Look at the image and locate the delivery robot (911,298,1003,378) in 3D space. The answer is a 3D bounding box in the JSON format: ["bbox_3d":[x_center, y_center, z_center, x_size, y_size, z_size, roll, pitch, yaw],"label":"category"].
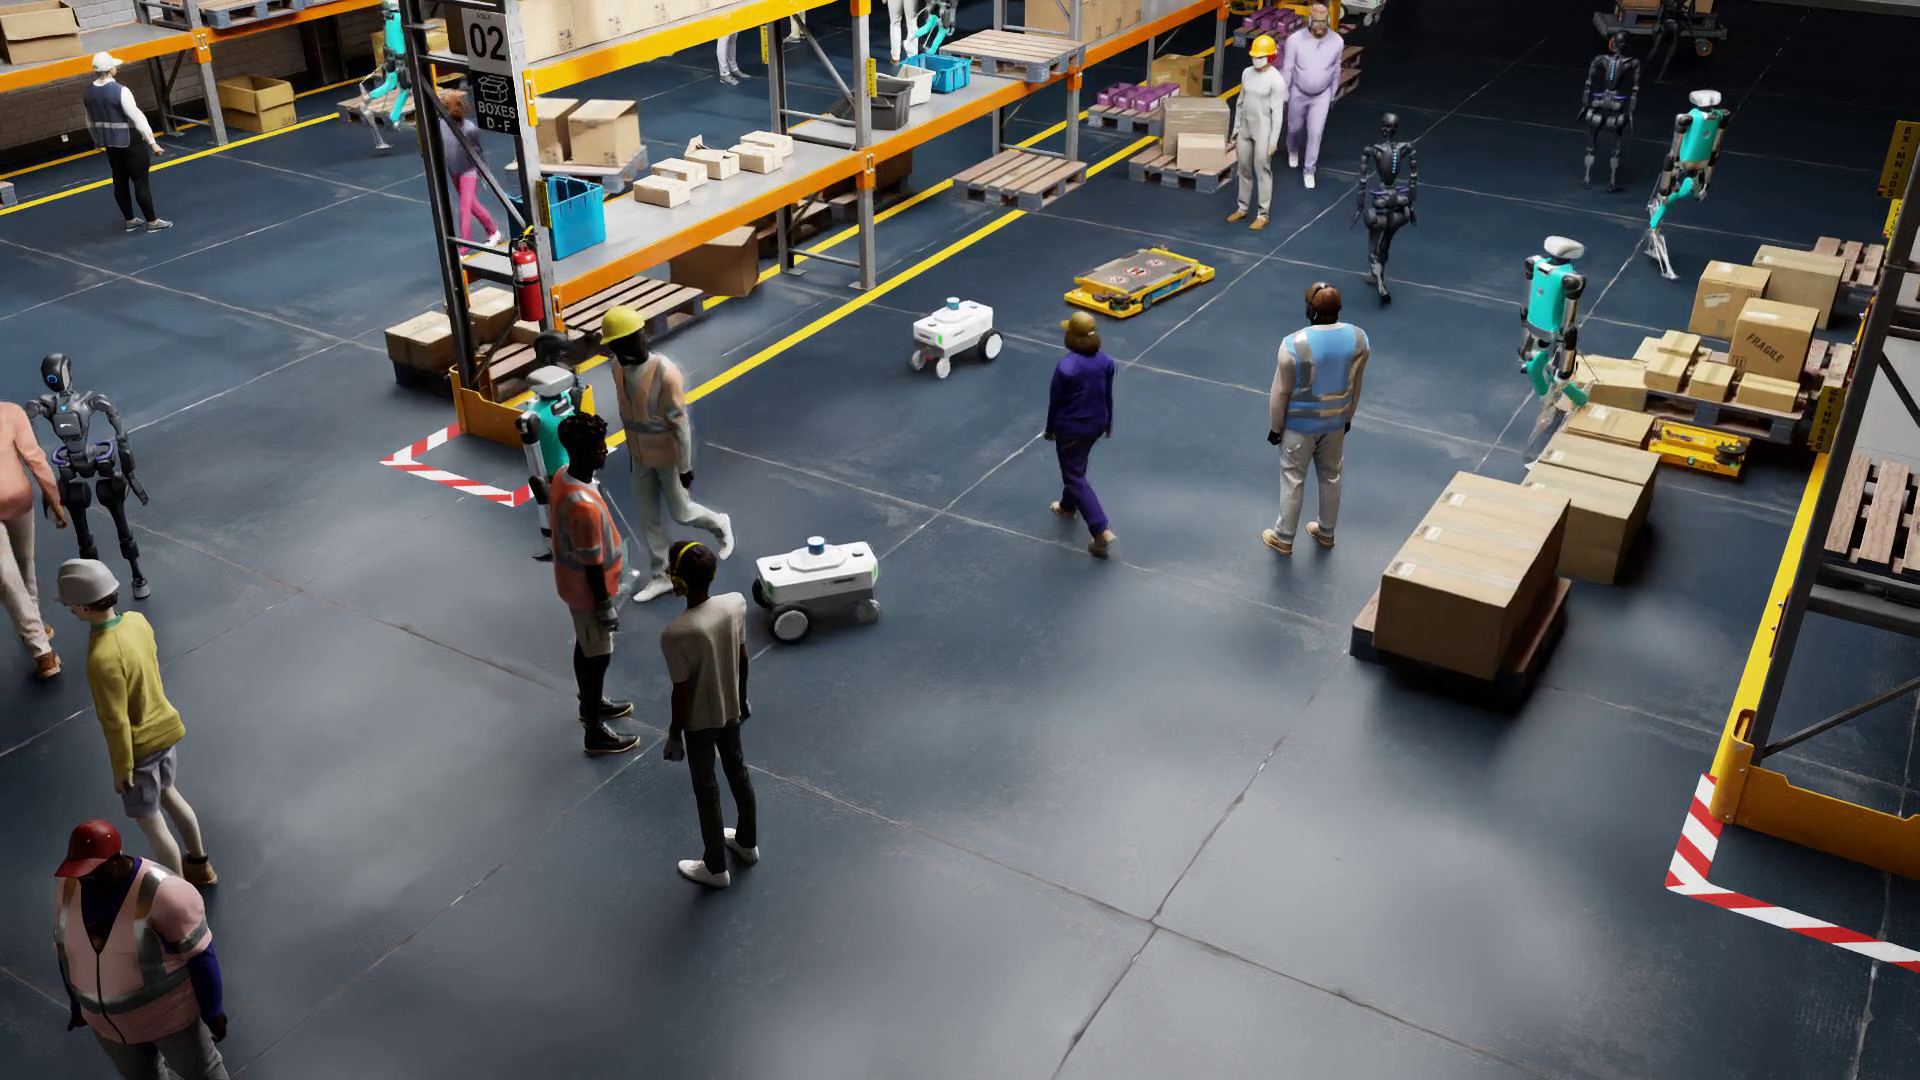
[{"bbox_3d":[-0.042,-1.698,13.659,0.499,0.599,0.787,23,37,35],"label":"delivery robot"}]

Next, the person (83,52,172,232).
[{"bbox_3d":[-8.198,-3.884,16.297,0.746,1.758,0.426,7,30,12],"label":"person"}]

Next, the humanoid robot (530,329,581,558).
[{"bbox_3d":[-2.512,-0.533,10.484,0.611,1.646,0.605,-3,30,-5],"label":"humanoid robot"}]

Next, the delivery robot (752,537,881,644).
[{"bbox_3d":[-0.886,0.268,10.184,0.798,0.601,0.499,-9,31,-16],"label":"delivery robot"}]

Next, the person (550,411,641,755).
[{"bbox_3d":[-1.955,0.226,8.836,0.376,1.958,0.596,-9,31,-16],"label":"person"}]

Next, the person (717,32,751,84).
[{"bbox_3d":[-2.993,-6.906,21.458,0.432,1.945,0.488,11,31,19],"label":"person"}]

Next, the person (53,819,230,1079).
[{"bbox_3d":[-3.085,1.772,6.299,0.607,1.754,0.419,2,30,3],"label":"person"}]

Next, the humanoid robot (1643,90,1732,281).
[{"bbox_3d":[6.568,-3.295,15.298,0.545,1.770,0.911,-8,30,-14],"label":"humanoid robot"}]

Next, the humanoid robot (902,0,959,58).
[{"bbox_3d":[-0.409,-6.592,21.148,1.057,1.727,0.538,-26,38,-37],"label":"humanoid robot"}]

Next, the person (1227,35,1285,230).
[{"bbox_3d":[2.925,-4.028,16.427,0.373,1.888,0.567,-22,36,-34],"label":"person"}]

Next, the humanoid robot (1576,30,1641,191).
[{"bbox_3d":[6.831,-4.516,17.511,0.645,1.640,0.384,17,33,27],"label":"humanoid robot"}]

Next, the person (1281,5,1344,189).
[{"bbox_3d":[3.730,-4.794,17.802,0.640,1.874,0.879,2,30,4],"label":"person"}]

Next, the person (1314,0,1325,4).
[{"bbox_3d":[5.794,-9.158,25.545,0.623,1.844,0.431,18,34,29],"label":"person"}]

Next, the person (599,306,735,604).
[{"bbox_3d":[-1.842,-0.584,10.332,0.621,1.876,0.762,19,35,30],"label":"person"}]

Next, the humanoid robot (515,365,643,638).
[{"bbox_3d":[-2.138,-0.122,9.688,0.640,1.816,0.530,11,31,18],"label":"humanoid robot"}]

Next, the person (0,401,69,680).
[{"bbox_3d":[-5.484,-0.153,9.517,0.640,1.933,0.934,-22,36,-34],"label":"person"}]

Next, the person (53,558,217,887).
[{"bbox_3d":[-3.785,0.917,7.690,0.412,1.878,0.493,-2,30,-3],"label":"person"}]

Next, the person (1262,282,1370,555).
[{"bbox_3d":[2.271,-0.775,10.729,0.622,1.835,0.431,-9,31,-16],"label":"person"}]

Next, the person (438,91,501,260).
[{"bbox_3d":[-4.678,-3.444,15.681,0.506,1.594,0.825,17,34,28],"label":"person"}]

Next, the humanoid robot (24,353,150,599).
[{"bbox_3d":[-5.311,-0.372,10.154,0.599,1.657,0.315,-8,30,-14],"label":"humanoid robot"}]

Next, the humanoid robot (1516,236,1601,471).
[{"bbox_3d":[4.262,-1.267,11.732,0.668,1.846,0.537,-11,31,-18],"label":"humanoid robot"}]

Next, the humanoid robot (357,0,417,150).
[{"bbox_3d":[-6.391,-5.139,18.568,0.550,1.740,1.043,24,37,36],"label":"humanoid robot"}]

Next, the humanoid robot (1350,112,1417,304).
[{"bbox_3d":[3.810,-2.931,14.720,0.612,1.629,0.648,-6,30,-11],"label":"humanoid robot"}]

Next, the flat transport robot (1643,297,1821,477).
[{"bbox_3d":[5.647,-0.894,12.523,0.659,0.231,1.431,16,33,27],"label":"flat transport robot"}]

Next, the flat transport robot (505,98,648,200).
[{"bbox_3d":[-4.002,-3.728,17.536,0.659,0.231,1.431,4,30,7],"label":"flat transport robot"}]

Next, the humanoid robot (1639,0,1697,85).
[{"bbox_3d":[9.114,-6.687,21.347,0.592,1.646,0.455,-10,31,-17],"label":"humanoid robot"}]

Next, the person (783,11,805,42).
[{"bbox_3d":[-2.387,-7.945,23.485,0.326,1.752,0.562,8,31,14],"label":"person"}]

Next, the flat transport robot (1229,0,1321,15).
[{"bbox_3d":[4.783,-8.228,25.497,1.431,0.231,0.659,-6,30,-10],"label":"flat transport robot"}]

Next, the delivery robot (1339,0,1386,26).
[{"bbox_3d":[5.933,-7.987,24.797,0.782,0.611,0.524,21,36,33],"label":"delivery robot"}]

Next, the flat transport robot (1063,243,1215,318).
[{"bbox_3d":[1.643,-2.360,15.116,0.659,0.231,1.431,24,37,36],"label":"flat transport robot"}]

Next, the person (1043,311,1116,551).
[{"bbox_3d":[0.822,-0.720,10.866,0.448,1.590,0.777,-20,35,-31],"label":"person"}]

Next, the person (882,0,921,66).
[{"bbox_3d":[-0.774,-7.344,22.260,0.622,1.925,0.387,-1,30,-2],"label":"person"}]

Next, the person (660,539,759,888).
[{"bbox_3d":[-1.195,0.824,7.861,0.329,1.869,0.507,21,36,33],"label":"person"}]
